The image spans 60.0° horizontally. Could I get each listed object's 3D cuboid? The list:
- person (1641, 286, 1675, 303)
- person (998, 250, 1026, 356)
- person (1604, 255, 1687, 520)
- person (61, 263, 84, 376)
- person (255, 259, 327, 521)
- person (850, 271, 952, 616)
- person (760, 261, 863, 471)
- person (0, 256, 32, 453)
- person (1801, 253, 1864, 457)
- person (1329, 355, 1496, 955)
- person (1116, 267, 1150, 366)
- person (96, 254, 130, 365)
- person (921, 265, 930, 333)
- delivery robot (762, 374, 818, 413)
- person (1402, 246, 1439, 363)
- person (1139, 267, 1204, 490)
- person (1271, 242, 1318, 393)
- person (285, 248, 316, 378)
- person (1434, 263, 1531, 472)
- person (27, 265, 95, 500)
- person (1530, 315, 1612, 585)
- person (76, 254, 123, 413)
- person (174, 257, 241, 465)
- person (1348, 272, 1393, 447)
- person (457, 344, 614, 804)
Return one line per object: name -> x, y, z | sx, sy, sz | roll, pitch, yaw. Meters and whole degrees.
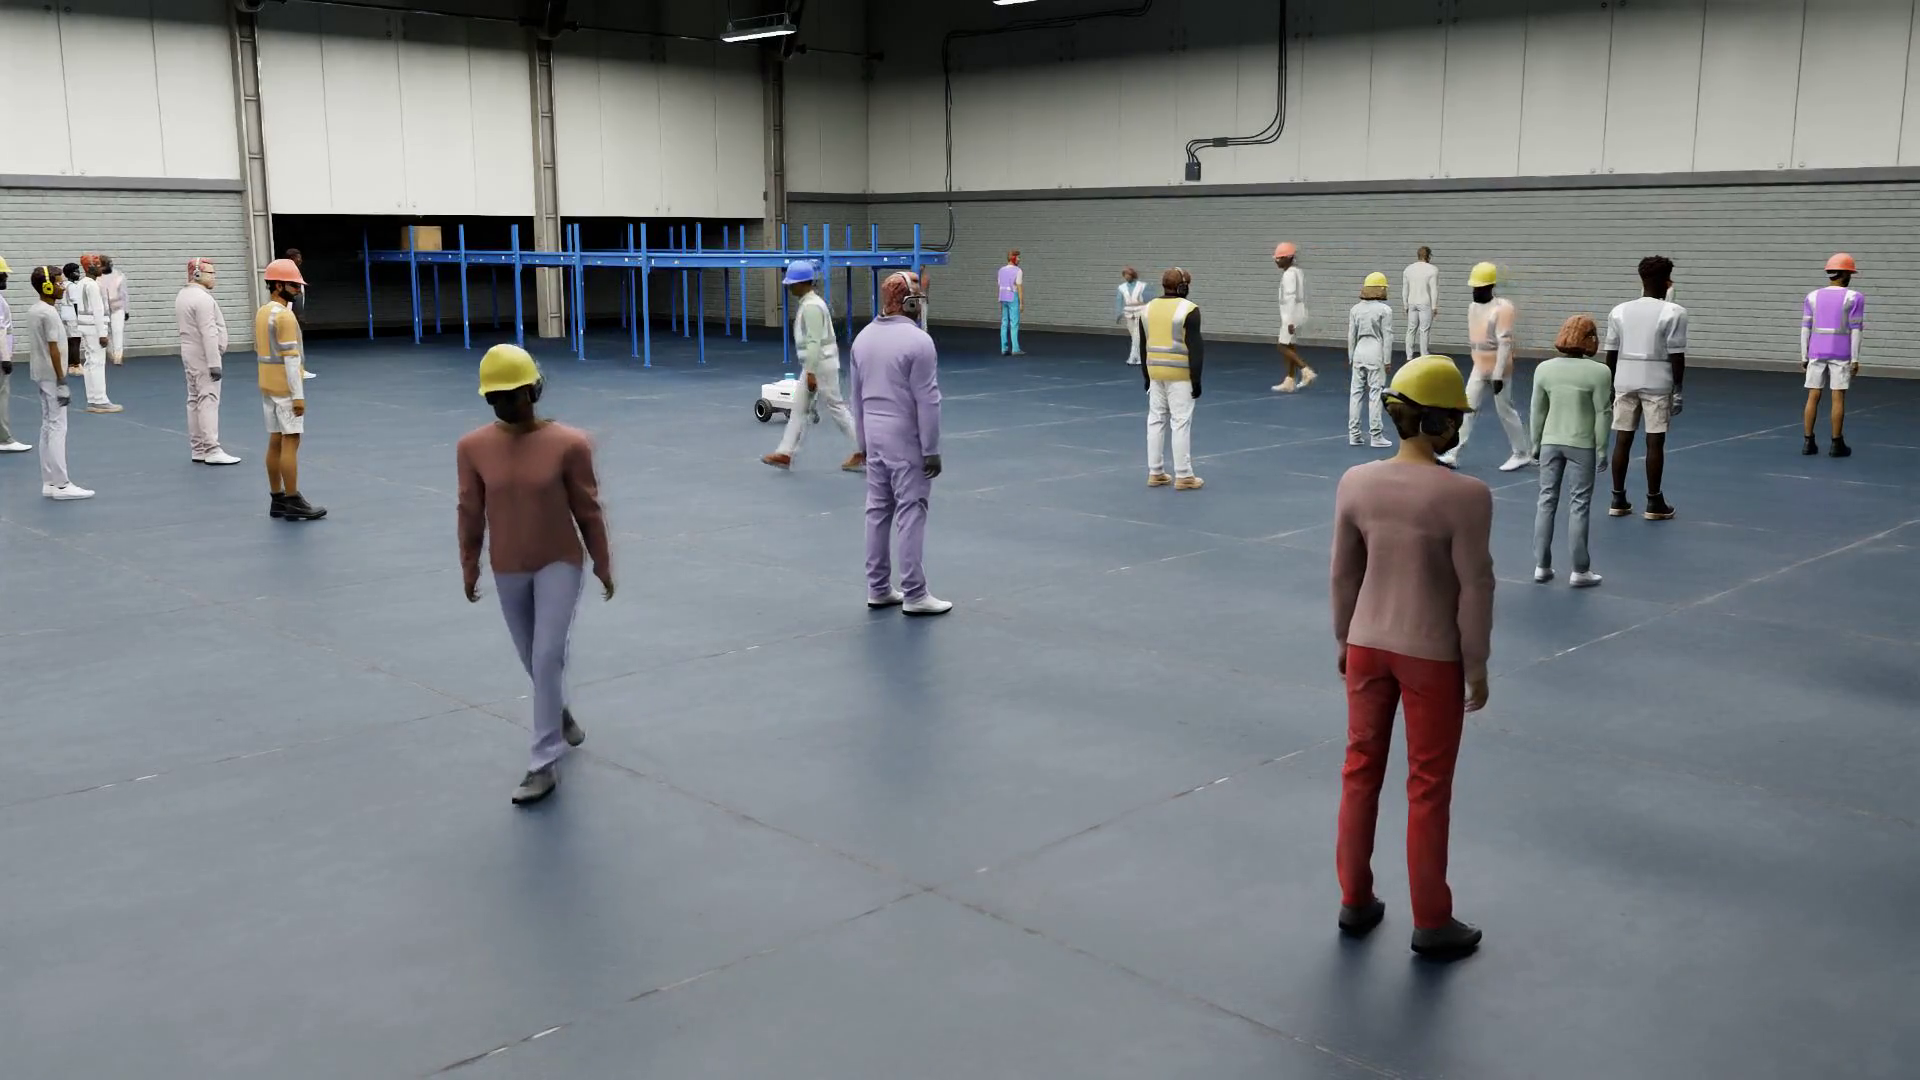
person -> 10.152, -3.142, 24.250 | 0.314, 1.641, 0.515 | -9, 14, -41
person -> 0.892, -4.188, 29.413 | 0.397, 1.840, 0.564 | -9, 14, -41
person -> 5.151, -1.151, 12.513 | 0.374, 1.963, 0.608 | -9, 14, -41
person -> -13.386, -3.331, 25.125 | 0.322, 1.699, 0.535 | -9, 14, -41
person -> -5.051, -1.129, 12.480 | 0.376, 1.934, 0.546 | -9, 14, -41
person -> -0.322, -0.543, 9.354 | 0.400, 1.910, 0.643 | -9, 14, -41
person -> -1.270, -1.553, 14.930 | 1.027, 1.886, 0.650 | -3, 11, -16
person -> -9.455, -1.837, 16.352 | 0.384, 1.928, 0.588 | -9, 14, -41
person -> 8.422, -1.790, 16.080 | 0.376, 1.934, 0.546 | -9, 14, -41
person -> 1.342, 0.336, 4.954 | 0.329, 1.765, 0.525 | -9, 14, -41
person -> 2.812, -3.622, 27.001 | 0.526, 1.578, 0.835 | 6, 12, 30
person -> -14.089, -3.824, 27.543 | 0.636, 1.810, 0.853 | -5, 11, -23
person -> -0.908, -5.016, 34.587 | 0.545, 1.599, 0.768 | -6, 12, -30
delivery robot -> -1.938, -1.656, 18.973 | 0.477, 0.478, 0.707 | -10, 14, -44
person -> 7.470, -3.790, 26.979 | 0.379, 1.937, 0.629 | -9, 14, -41
person -> 1.797, -1.363, 14.003 | 0.430, 1.845, 0.624 | -9, 14, -41
person -> 4.459, -2.981, 22.344 | 0.597, 2.018, 0.658 | 3, 11, 18
person -> -9.940, -3.378, 24.793 | 0.399, 1.916, 0.590 | -9, 14, -41
person -> 4.719, -1.529, 14.854 | 1.015, 1.869, 0.625 | -4, 11, -21
person -> -7.321, -1.276, 13.451 | 0.336, 1.873, 0.521 | -9, 14, -41
person -> 3.715, -0.550, 10.138 | 0.286, 1.633, 0.500 | -9, 14, -41
person -> -10.414, -2.489, 20.031 | 0.362, 1.883, 0.575 | -9, 14, -41
person -> -7.006, -1.660, 15.458 | 0.400, 1.905, 0.643 | -9, 14, -41
person -> 4.142, -1.817, 16.755 | 0.313, 1.740, 0.486 | -9, 14, -41
person -> -1.640, 0.077, 6.502 | 0.571, 1.718, 0.839 | 1, 10, 5
